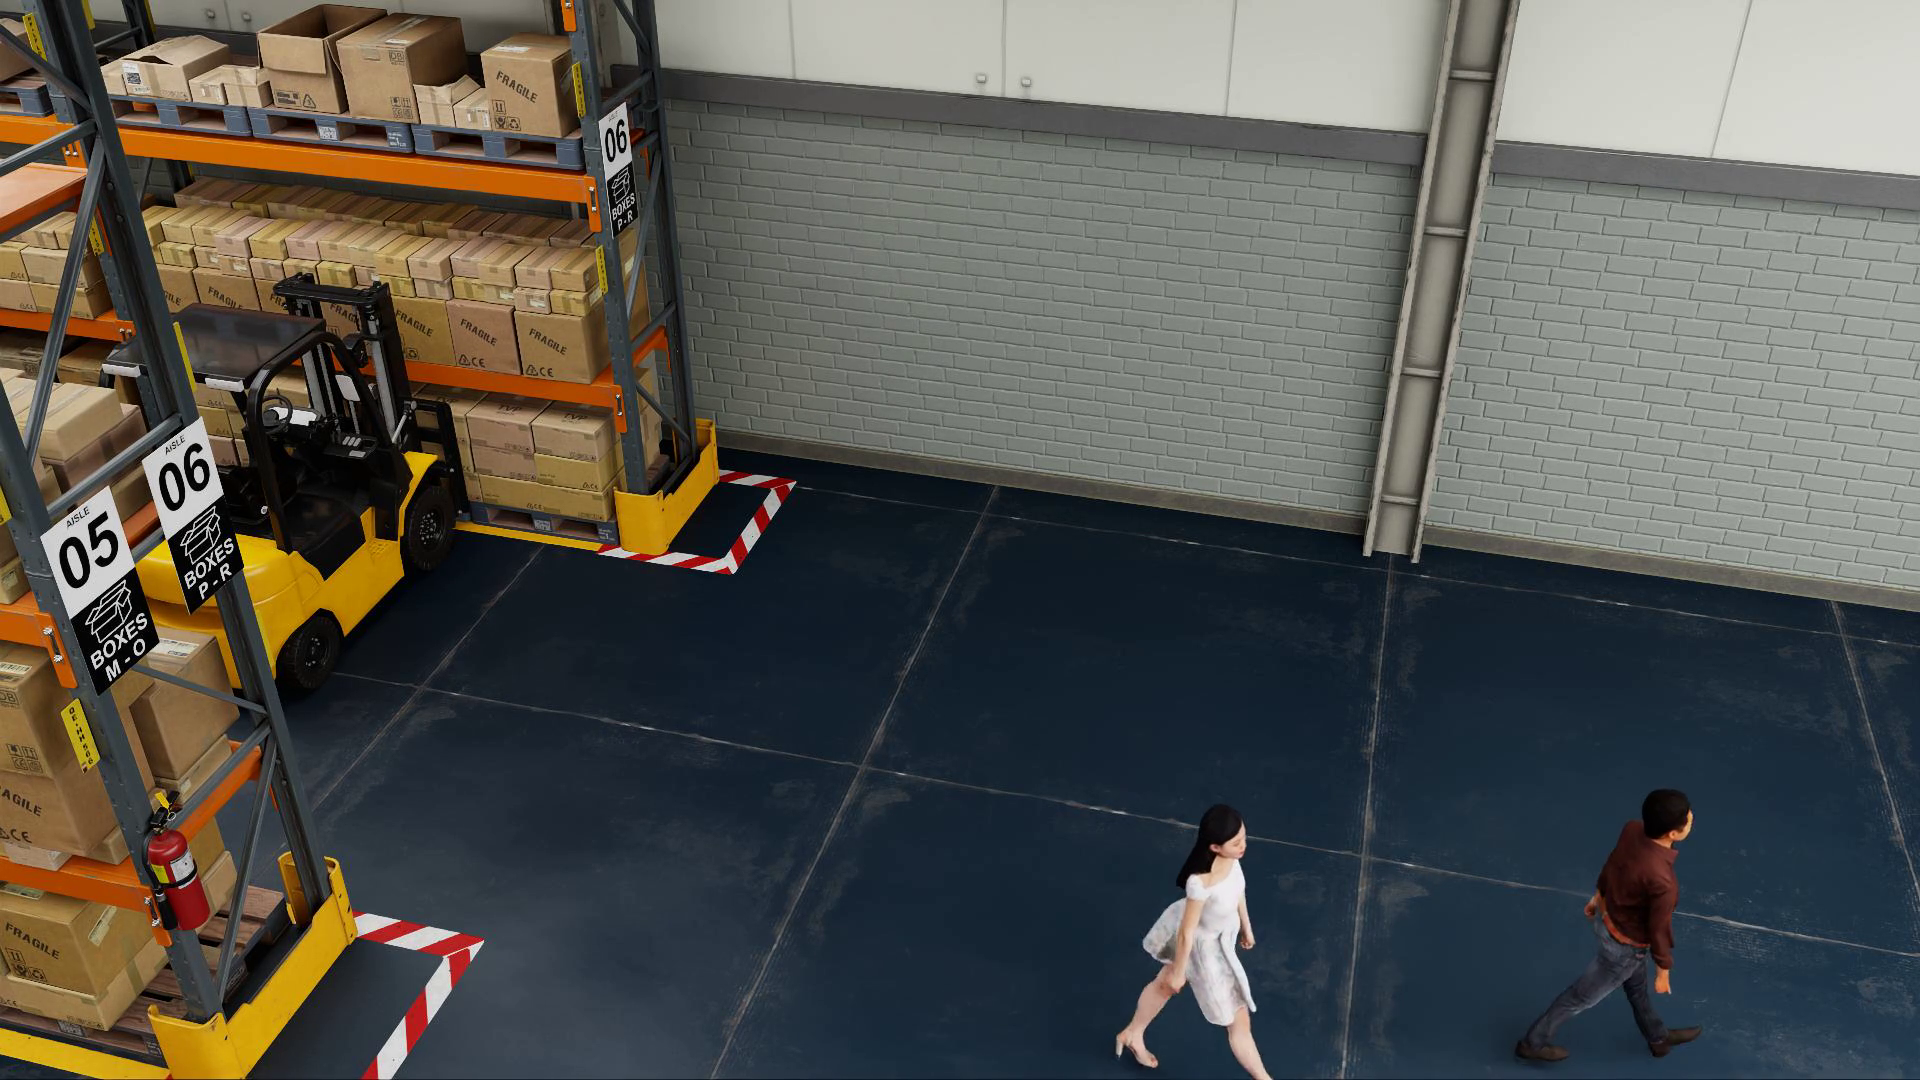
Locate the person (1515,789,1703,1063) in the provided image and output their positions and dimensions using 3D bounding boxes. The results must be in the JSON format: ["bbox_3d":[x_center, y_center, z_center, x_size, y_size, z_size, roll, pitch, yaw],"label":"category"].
[{"bbox_3d":[3.007,1.874,7.772,1.186,1.729,0.839,2,33,2],"label":"person"}]

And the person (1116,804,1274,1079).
[{"bbox_3d":[1.045,1.901,7.734,1.216,1.724,0.777,15,36,22],"label":"person"}]
